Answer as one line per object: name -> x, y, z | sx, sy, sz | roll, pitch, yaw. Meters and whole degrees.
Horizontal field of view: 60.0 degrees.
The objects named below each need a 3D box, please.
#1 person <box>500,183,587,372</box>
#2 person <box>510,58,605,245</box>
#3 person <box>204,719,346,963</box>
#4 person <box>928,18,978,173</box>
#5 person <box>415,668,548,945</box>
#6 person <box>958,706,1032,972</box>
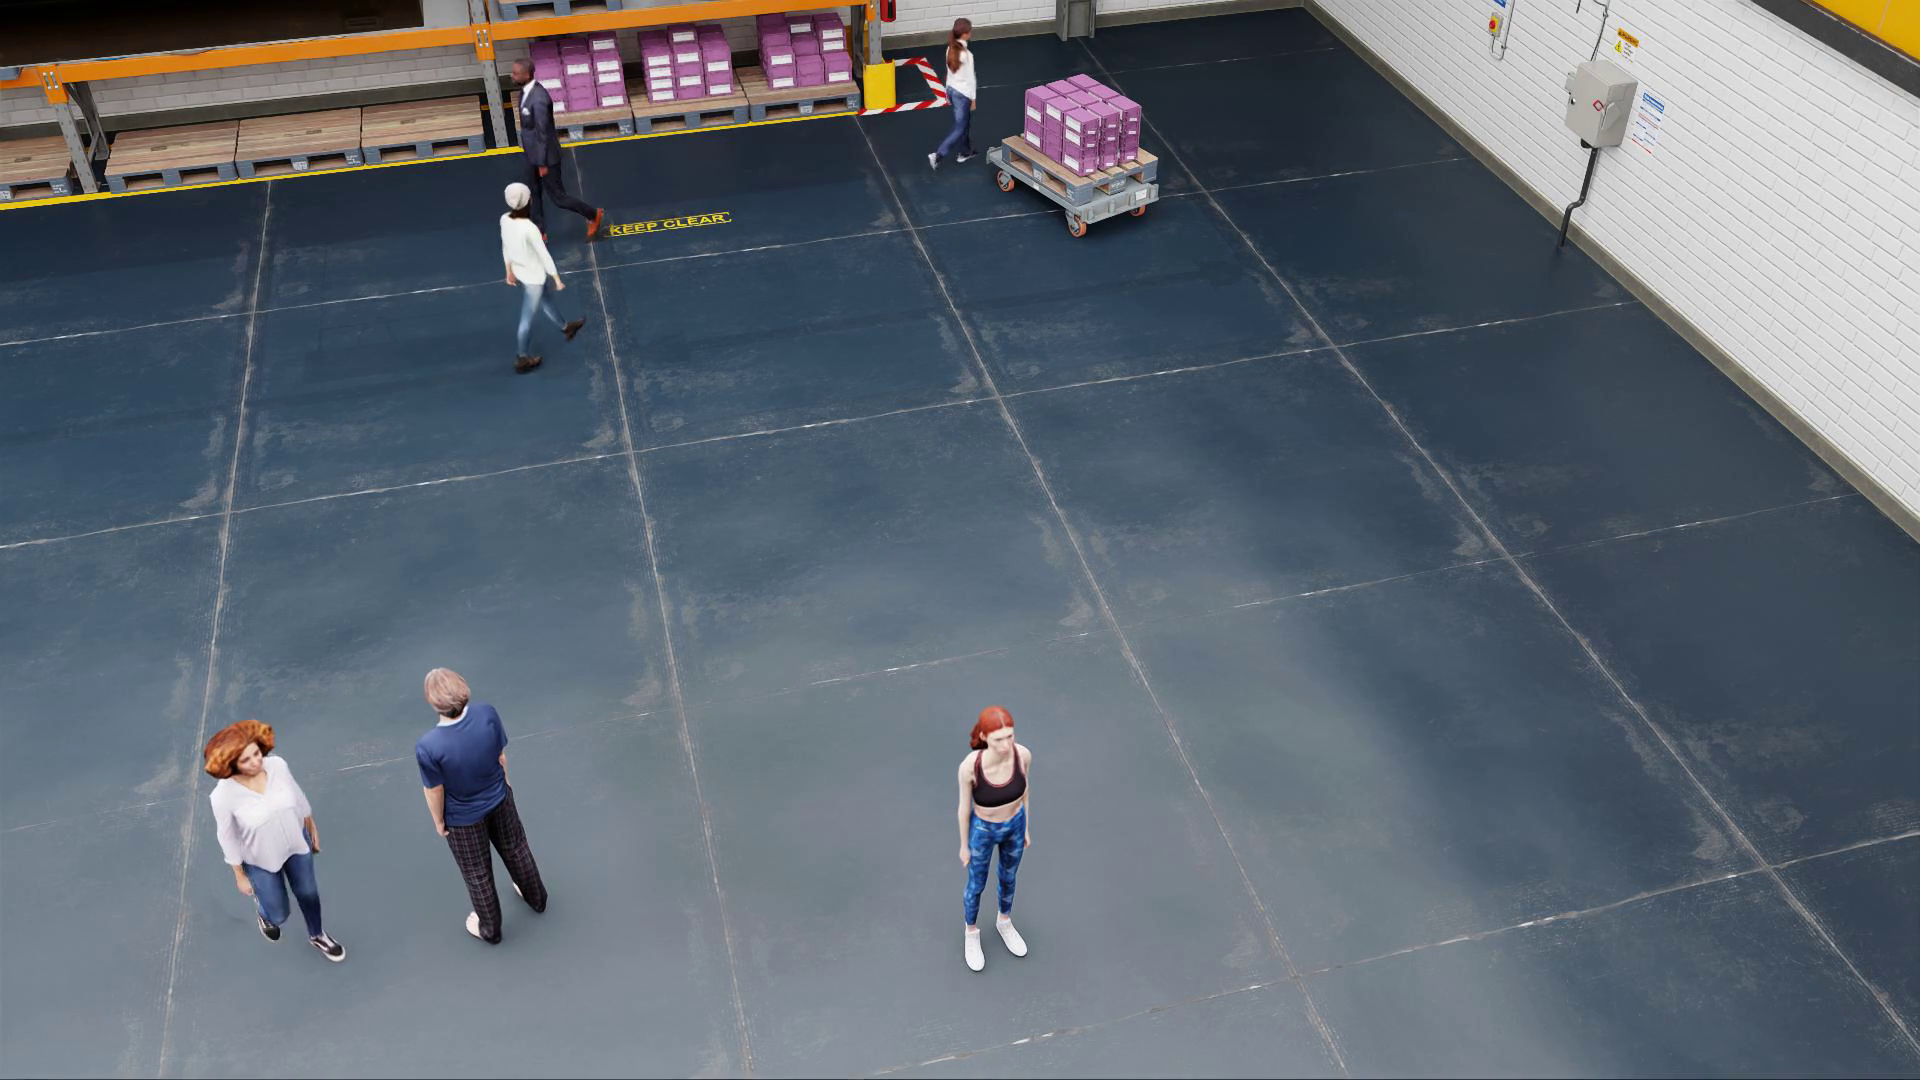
person -> -3.562, -2.109, 13.545 | 0.972, 1.609, 1.121 | 27, 46, 30
person -> -3.724, -3.512, 15.144 | 1.133, 1.805, 0.855 | -19, 42, -22
person -> -3.695, 1.591, 8.834 | 0.911, 1.706, 0.861 | 28, 46, 30
person -> -0.060, -4.351, 16.413 | 1.059, 1.534, 0.823 | -31, 48, -33
person -> -2.585, 1.416, 8.923 | 0.796, 1.868, 0.675 | 31, 48, 33
person -> 0.185, 1.567, 8.803 | 0.555, 1.782, 0.651 | -14, 41, -17
